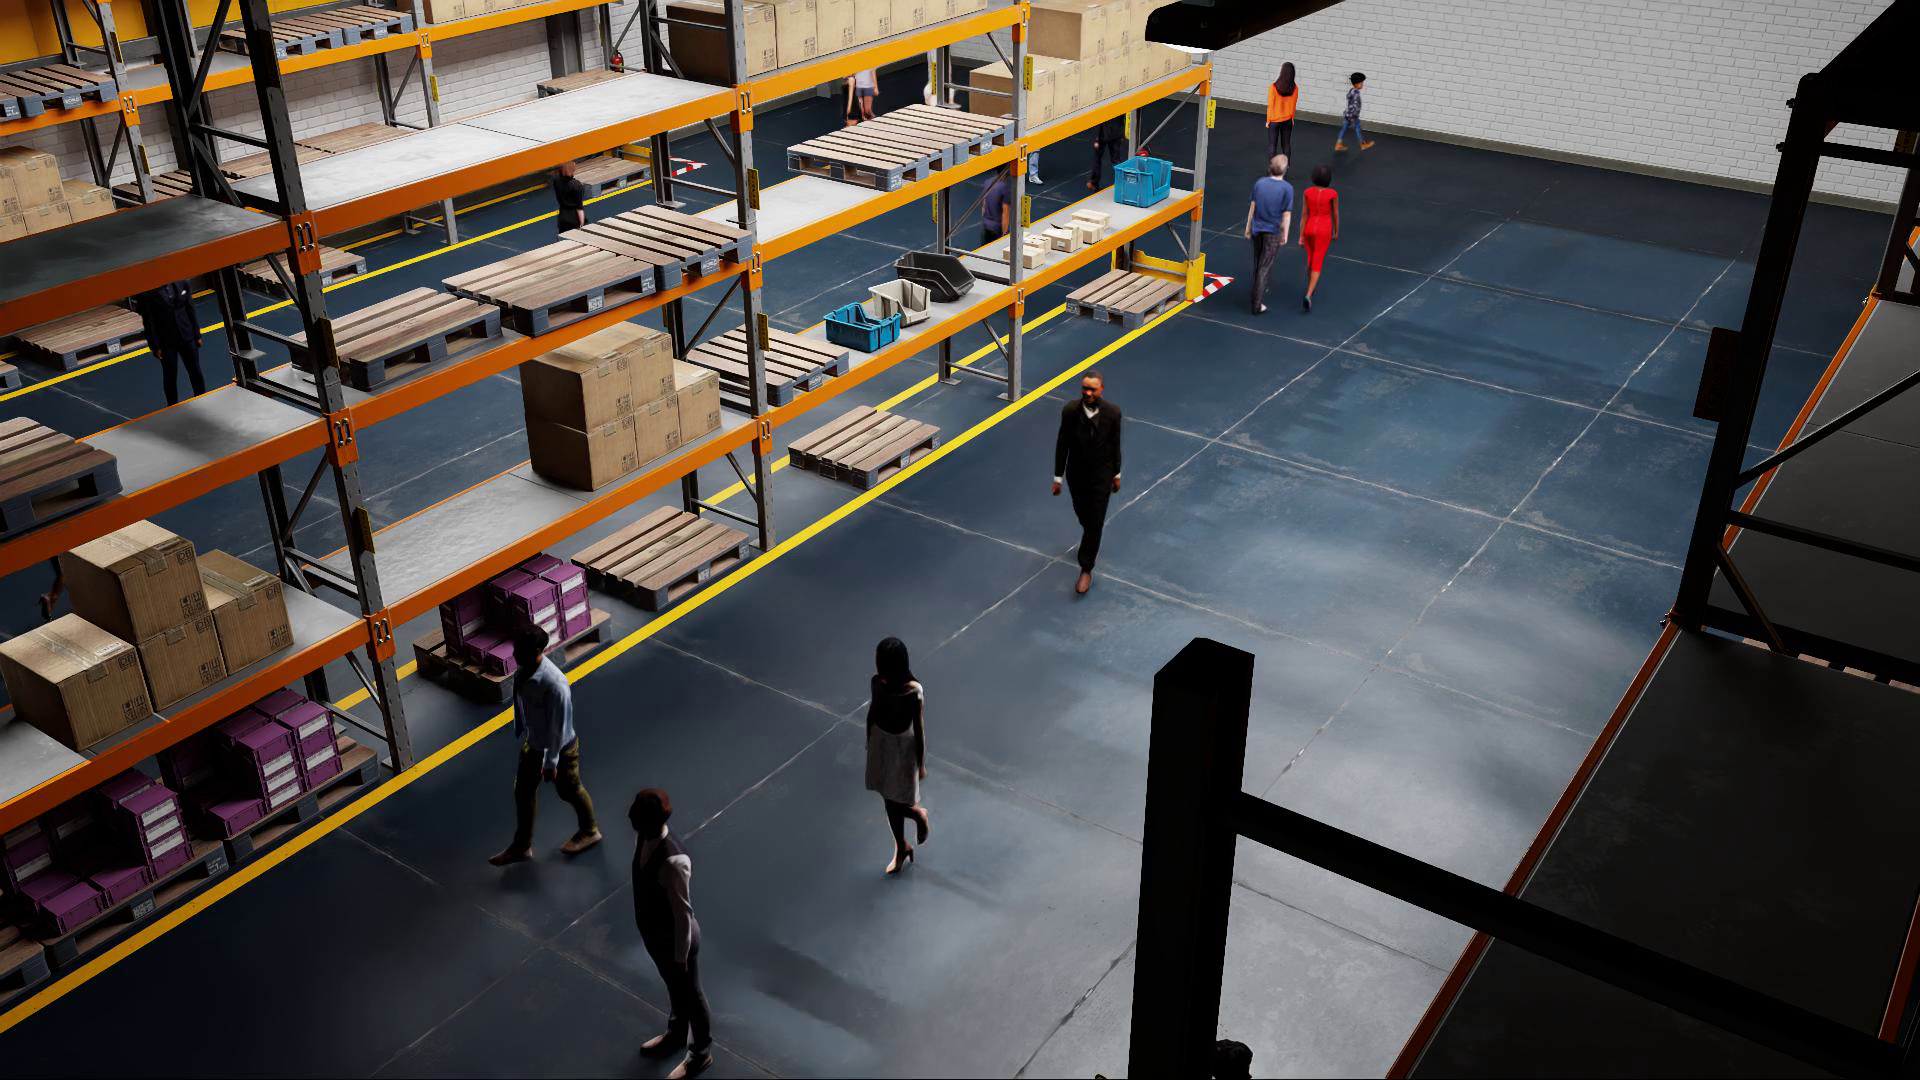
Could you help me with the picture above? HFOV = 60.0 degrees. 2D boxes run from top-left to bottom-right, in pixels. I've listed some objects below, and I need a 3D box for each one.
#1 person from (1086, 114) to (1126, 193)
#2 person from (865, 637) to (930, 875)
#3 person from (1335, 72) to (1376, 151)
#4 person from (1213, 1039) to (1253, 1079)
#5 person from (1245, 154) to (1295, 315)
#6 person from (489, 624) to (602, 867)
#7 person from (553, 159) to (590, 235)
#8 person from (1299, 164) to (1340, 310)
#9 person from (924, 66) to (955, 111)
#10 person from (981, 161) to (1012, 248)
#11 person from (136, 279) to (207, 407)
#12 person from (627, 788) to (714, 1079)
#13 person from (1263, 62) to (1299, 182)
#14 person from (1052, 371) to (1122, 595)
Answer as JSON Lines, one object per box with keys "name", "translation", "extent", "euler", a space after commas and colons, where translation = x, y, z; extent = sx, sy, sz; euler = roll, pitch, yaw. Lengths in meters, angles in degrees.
{"name": "person", "translation": [2.156, -5.729, 23.637], "extent": [1.251, 1.781, 1.166], "euler": [-12, 31, -21]}
{"name": "person", "translation": [-0.347, 1.358, 10.659], "extent": [0.643, 1.766, 0.782], "euler": [21, 35, 33]}
{"name": "person", "translation": [6.050, -6.643, 25.896], "extent": [0.861, 1.221, 0.842], "euler": [-2, 29, -3]}
{"name": "person", "translation": [1.302, 2.970, 8.229], "extent": [0.634, 1.262, 0.557], "euler": [3, 29, 5]}
{"name": "person", "translation": [3.594, -3.594, 19.672], "extent": [0.671, 1.829, 0.928], "euler": [17, 33, 28]}
{"name": "person", "translation": [-2.566, 1.295, 10.754], "extent": [1.058, 1.786, 0.855], "euler": [-22, 35, -34]}
{"name": "person", "translation": [-4.783, -3.823, 20.258], "extent": [0.730, 1.671, 1.088], "euler": [11, 31, 20]}
{"name": "person", "translation": [4.234, -3.563, 19.749], "extent": [0.619, 1.700, 1.033], "euler": [15, 32, 26]}
{"name": "person", "translation": [-0.274, -6.211, 24.617], "extent": [0.936, 1.688, 1.164], "euler": [4, 29, 7]}
{"name": "person", "translation": [0.346, -3.678, 19.922], "extent": [0.726, 1.736, 1.170], "euler": [25, 37, 38]}
{"name": "person", "translation": [-7.946, -2.034, 16.824], "extent": [0.787, 1.817, 0.585], "euler": [25, 37, 38]}
{"name": "person", "translation": [-1.581, 2.125, 9.075], "extent": [0.719, 1.937, 0.738], "euler": [-16, 32, -27]}
{"name": "person", "translation": [4.717, -6.156, 24.454], "extent": [0.697, 1.747, 0.774], "euler": [-7, 29, -13]}
{"name": "person", "translation": [1.114, -0.582, 14.117], "extent": [1.014, 1.861, 1.358], "euler": [8, 30, 14]}
